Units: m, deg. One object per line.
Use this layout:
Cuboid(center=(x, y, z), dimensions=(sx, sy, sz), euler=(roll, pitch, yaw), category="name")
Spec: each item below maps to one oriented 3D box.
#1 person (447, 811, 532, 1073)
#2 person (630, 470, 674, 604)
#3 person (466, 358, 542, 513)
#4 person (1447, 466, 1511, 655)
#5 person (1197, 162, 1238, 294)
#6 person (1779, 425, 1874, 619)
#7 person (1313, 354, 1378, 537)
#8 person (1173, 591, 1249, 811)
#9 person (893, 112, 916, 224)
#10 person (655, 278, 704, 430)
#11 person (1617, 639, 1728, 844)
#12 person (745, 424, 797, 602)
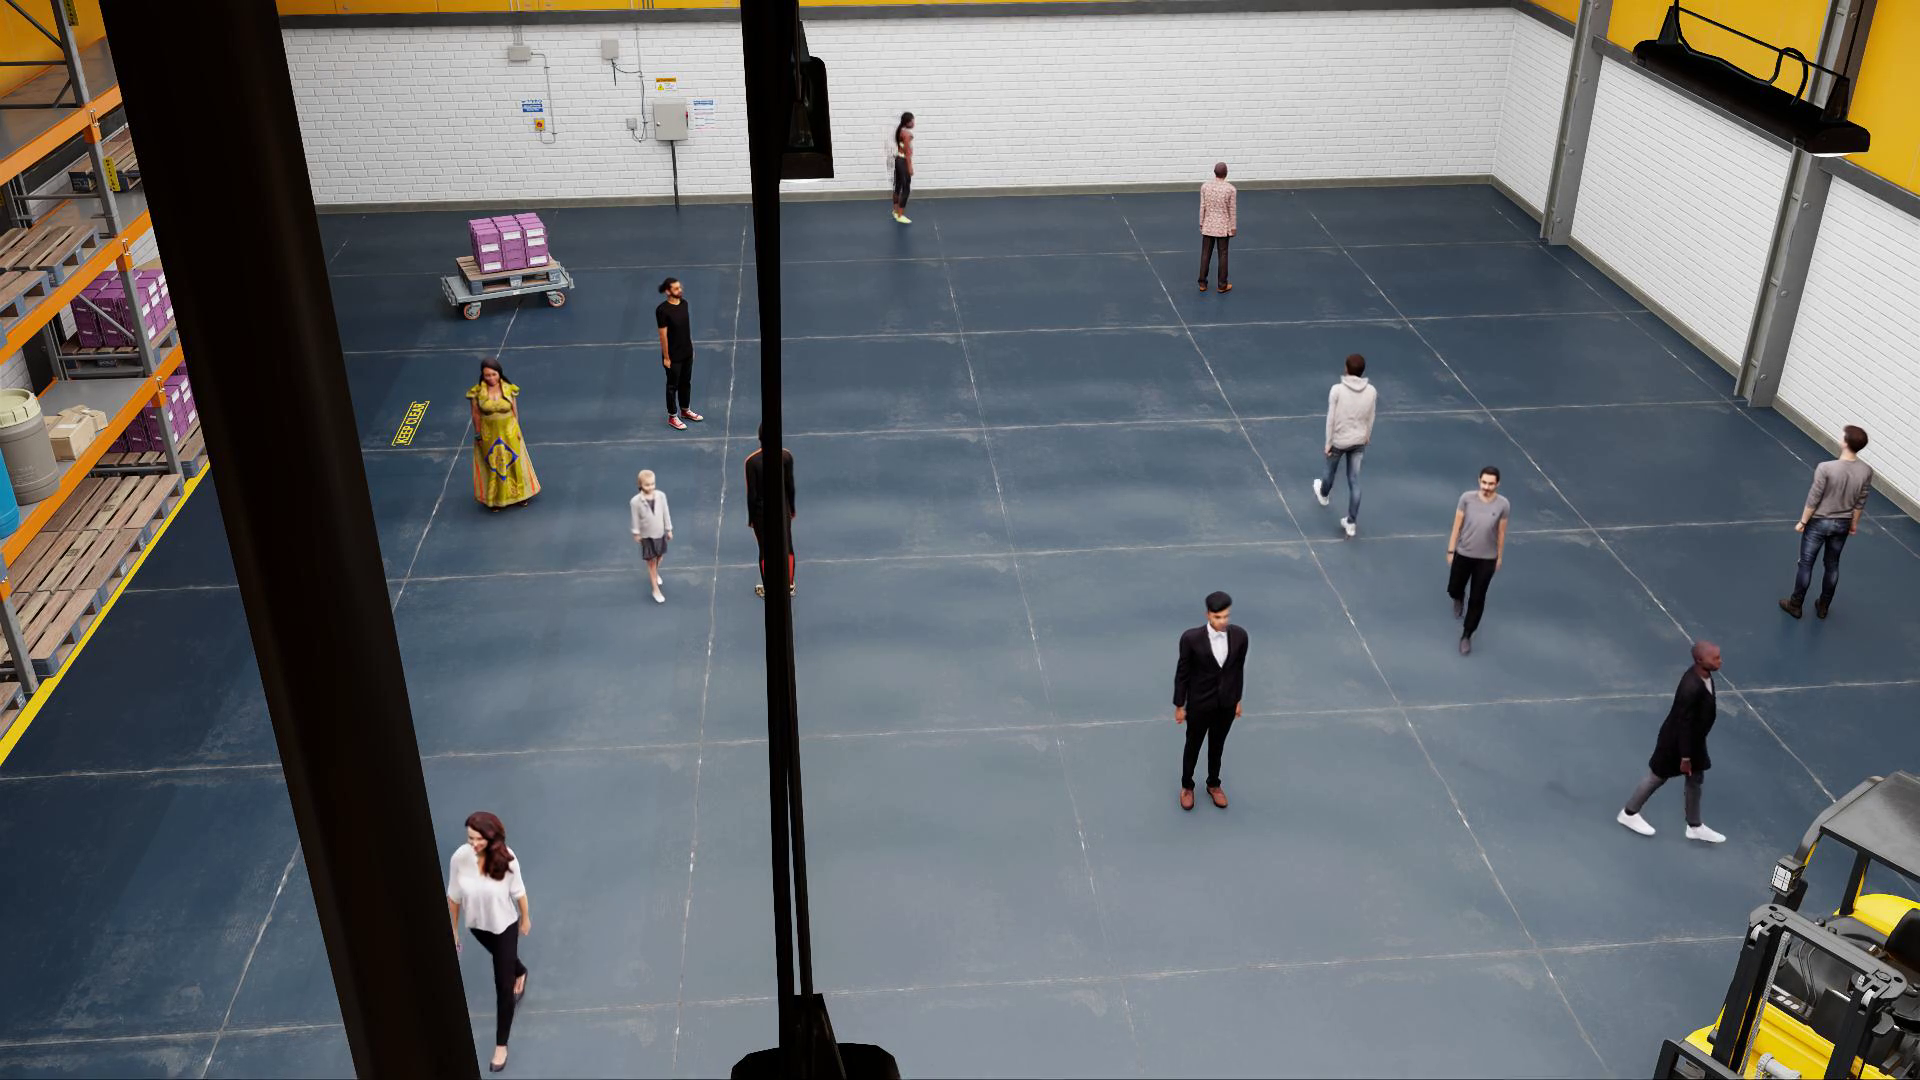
Cuboid(center=(-2.962, 2.426, 10.654), dimensions=(0.779, 1.730, 1.187), euler=(3, 29, 6), category="person")
Cuboid(center=(-2.933, -0.101, 15.781), dimensions=(0.701, 1.257, 0.848), euler=(-15, 32, -25), category="person")
Cuboid(center=(-4.778, -1.107, 17.204), dimensions=(0.976, 1.661, 0.956), euler=(-15, 32, -25), category="person")
Cuboid(center=(4.624, 0.110, 14.893), dimensions=(0.886, 1.737, 1.075), euler=(10, 30, 17), category="person")
Cuboid(center=(3.542, -4.311, 22.924), dimensions=(0.771, 1.808, 0.770), euler=(12, 31, 21), category="person")
Cuboid(center=(7.951, -0.157, 15.202), dimensions=(0.729, 1.910, 0.624), euler=(2, 29, 3), category="person")
Cuboid(center=(3.926, -0.919, 16.723), dimensions=(0.694, 1.792, 1.222), euler=(-3, 29, -5), category="person")
Cuboid(center=(1.920, 1.206, 12.732), dimensions=(0.713, 1.882, 0.555), euler=(-4, 29, -8), category="person")
Cuboid(center=(-0.922, -5.796, 25.726), dimensions=(0.847, 1.730, 0.534), euler=(-13, 31, -22), category="person")
Cuboid(center=(-3.244, -2.159, 19.031), dimensions=(0.786, 1.757, 0.702), euler=(17, 33, 28), category="person")
Cuboid(center=(5.274, 1.471, 12.401), dimensions=(1.092, 1.734, 1.044), euler=(20, 34, 32), category="person")
Cuboid(center=(-1.757, -0.281, 15.536), dimensions=(0.676, 1.808, 0.632), euler=(-11, 31, -20), category="person")
